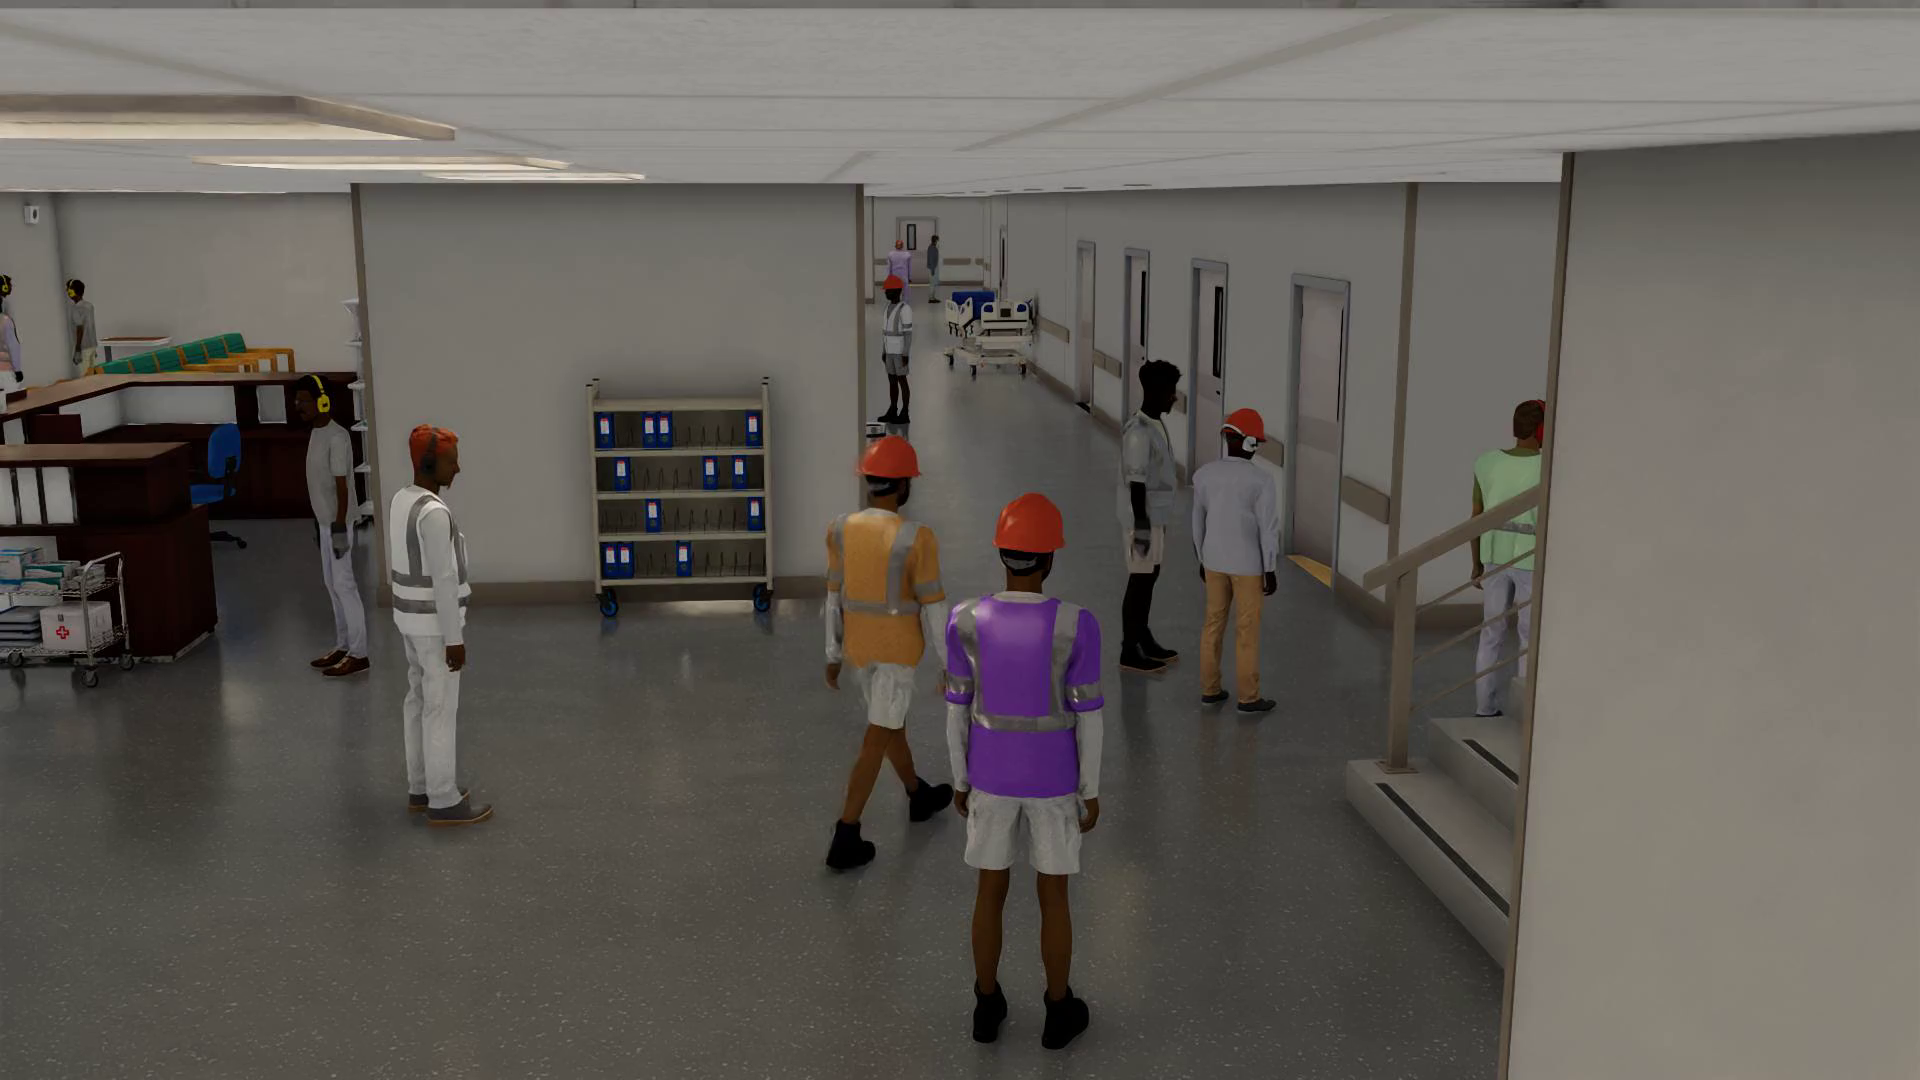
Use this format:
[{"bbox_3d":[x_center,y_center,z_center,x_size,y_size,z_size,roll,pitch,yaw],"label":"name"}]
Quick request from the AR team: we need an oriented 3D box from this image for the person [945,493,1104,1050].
[{"bbox_3d":[0.224,0.798,5.713,0.545,1.938,0.361,3,12,14],"label":"person"}]

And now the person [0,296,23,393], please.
[{"bbox_3d":[-11.429,-2.025,19.768,0.619,1.838,0.430,1,12,5],"label":"person"}]

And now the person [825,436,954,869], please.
[{"bbox_3d":[-0.313,0.475,7.439,0.568,1.883,1.013,8,14,33],"label":"person"}]

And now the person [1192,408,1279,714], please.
[{"bbox_3d":[1.594,0.118,9.512,0.560,1.742,0.340,11,16,44],"label":"person"}]

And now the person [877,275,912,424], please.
[{"bbox_3d":[-0.851,-2.484,21.753,0.372,1.939,0.544,-8,14,-35],"label":"person"}]

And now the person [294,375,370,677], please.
[{"bbox_3d":[-3.880,-0.092,10.259,0.326,1.862,0.507,-8,14,-35],"label":"person"}]

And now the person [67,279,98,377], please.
[{"bbox_3d":[-11.706,-2.545,22.231,0.317,1.865,0.523,-1,12,-3],"label":"person"}]

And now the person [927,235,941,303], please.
[{"bbox_3d":[-0.758,-7.685,47.200,0.373,1.928,0.639,1,12,6],"label":"person"}]

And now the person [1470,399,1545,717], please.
[{"bbox_3d":[3.050,0.155,9.096,0.569,1.839,0.374,11,16,44],"label":"person"}]

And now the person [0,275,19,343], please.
[{"bbox_3d":[-13.484,-2.797,23.483,0.525,1.862,0.324,6,13,26],"label":"person"}]

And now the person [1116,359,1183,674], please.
[{"bbox_3d":[1.168,-0.148,10.304,0.385,1.955,0.608,4,12,17],"label":"person"}]

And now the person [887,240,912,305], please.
[{"bbox_3d":[-1.536,-6.668,42.275,0.641,1.908,0.407,-1,12,-6],"label":"person"}]

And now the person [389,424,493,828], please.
[{"bbox_3d":[-2.466,0.400,7.794,0.338,1.880,0.585,-8,14,-35],"label":"person"}]
